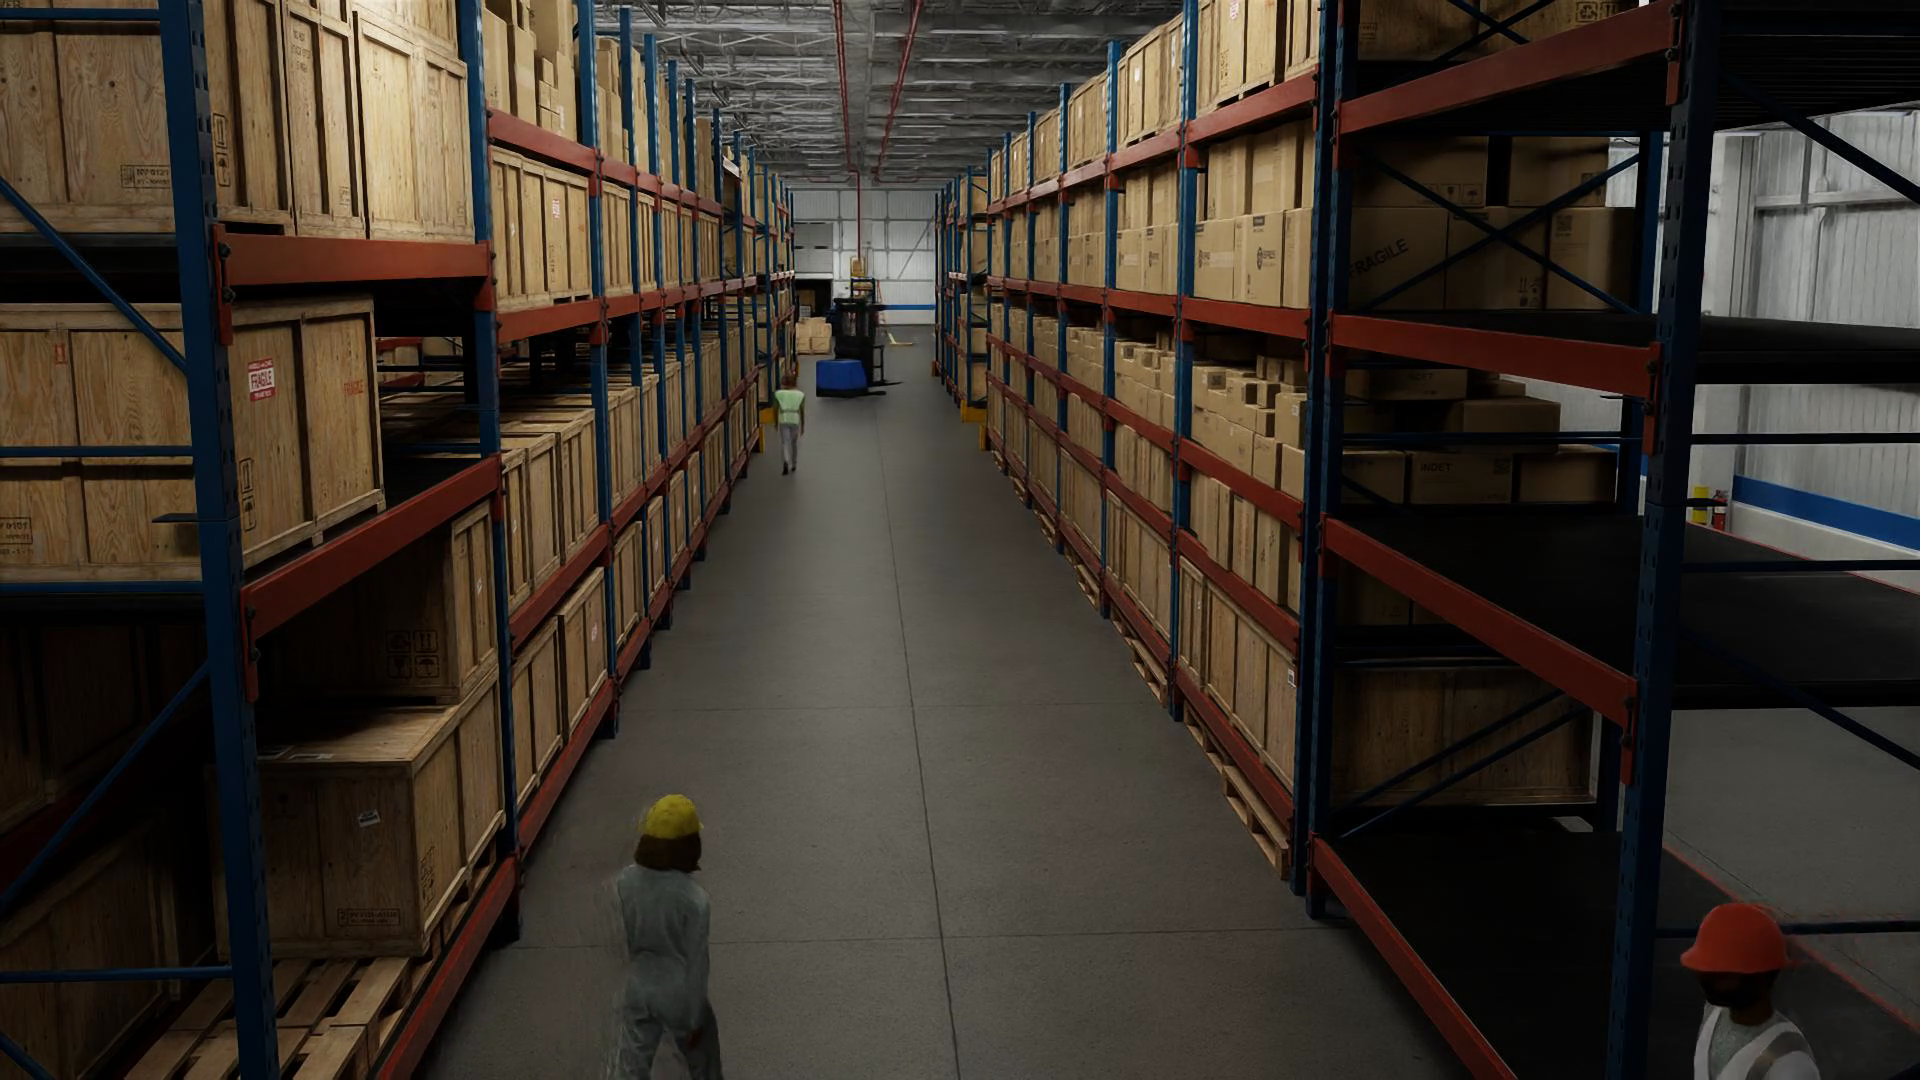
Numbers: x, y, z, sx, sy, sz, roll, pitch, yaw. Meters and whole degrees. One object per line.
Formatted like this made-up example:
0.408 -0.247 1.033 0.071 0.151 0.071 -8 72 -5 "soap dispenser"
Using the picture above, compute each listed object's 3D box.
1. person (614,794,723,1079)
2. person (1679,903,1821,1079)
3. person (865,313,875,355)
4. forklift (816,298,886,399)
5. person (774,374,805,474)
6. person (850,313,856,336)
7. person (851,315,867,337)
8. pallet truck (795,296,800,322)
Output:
-1.209 1.879 6.817 0.487 1.707 0.901 4 10 24 "person"
2.299 2.049 5.125 0.722 1.914 0.546 -1 10 -6 "person"
-3.747 -8.640 68.716 0.378 1.995 0.609 4 10 24 "person"
-3.112 -5.424 46.870 1.129 2.768 1.873 7 12 34 "forklift"
-3.096 -2.115 30.332 0.566 1.805 0.877 -1 10 -8 "person"
-4.202 -8.627 68.988 1.032 1.889 0.642 -8 13 -41 "person"
-3.718 -7.444 61.973 0.833 1.881 0.556 -9 13 -44 "person"
-8.622 -12.439 91.403 1.885 1.965 0.823 2 10 13 "pallet truck"
